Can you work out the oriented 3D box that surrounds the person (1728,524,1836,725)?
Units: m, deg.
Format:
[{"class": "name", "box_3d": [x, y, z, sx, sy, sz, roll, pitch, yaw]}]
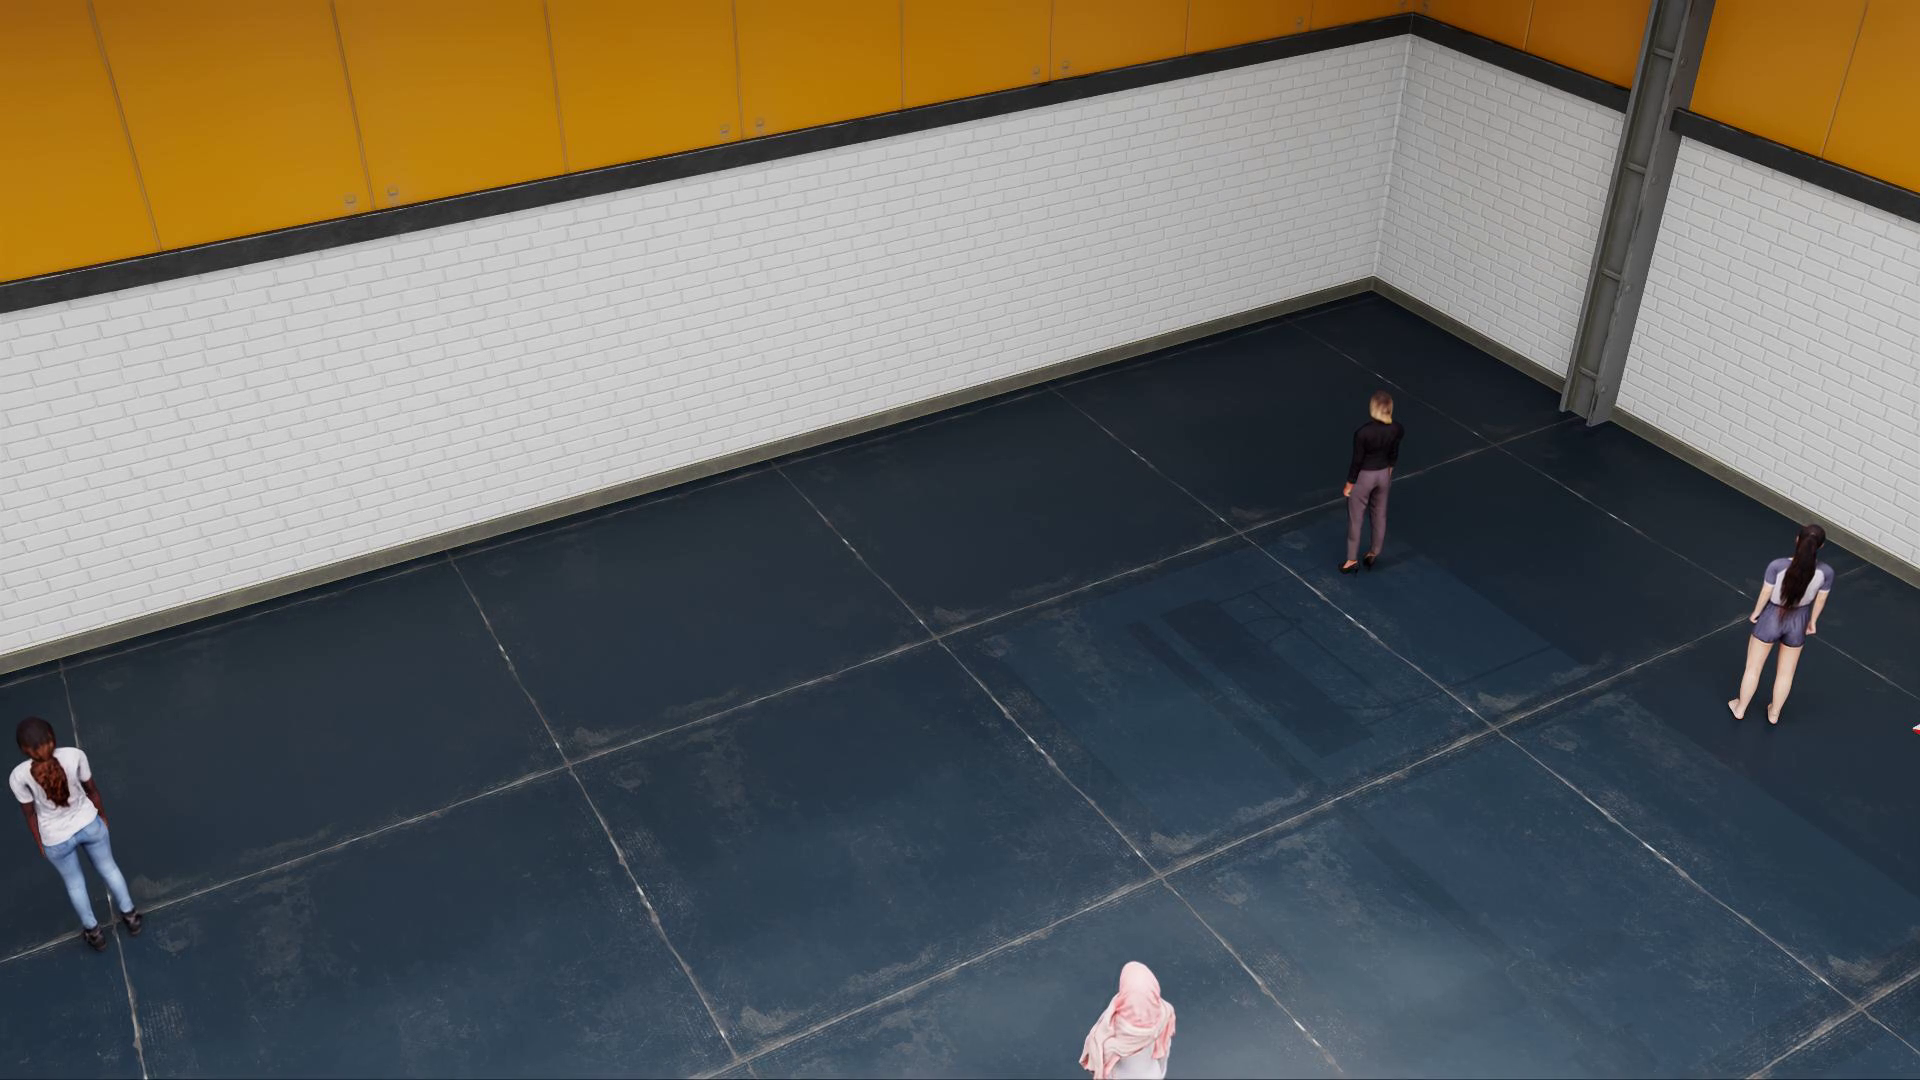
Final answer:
[{"class": "person", "box_3d": [5.856, 0.601, 11.833, 0.661, 1.650, 0.719, 8, 34, 12]}]

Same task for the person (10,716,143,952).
[{"class": "person", "box_3d": [-5.348, 1.761, 10.023, 0.616, 1.721, 0.586, -28, 43, -35]}]

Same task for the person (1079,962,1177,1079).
[{"class": "person", "box_3d": [0.847, 2.786, 8.406, 0.636, 1.804, 0.599, -15, 37, -22]}]

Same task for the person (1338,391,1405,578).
[{"class": "person", "box_3d": [3.307, -0.444, 13.389, 0.625, 1.666, 0.569, -12, 36, -18]}]
